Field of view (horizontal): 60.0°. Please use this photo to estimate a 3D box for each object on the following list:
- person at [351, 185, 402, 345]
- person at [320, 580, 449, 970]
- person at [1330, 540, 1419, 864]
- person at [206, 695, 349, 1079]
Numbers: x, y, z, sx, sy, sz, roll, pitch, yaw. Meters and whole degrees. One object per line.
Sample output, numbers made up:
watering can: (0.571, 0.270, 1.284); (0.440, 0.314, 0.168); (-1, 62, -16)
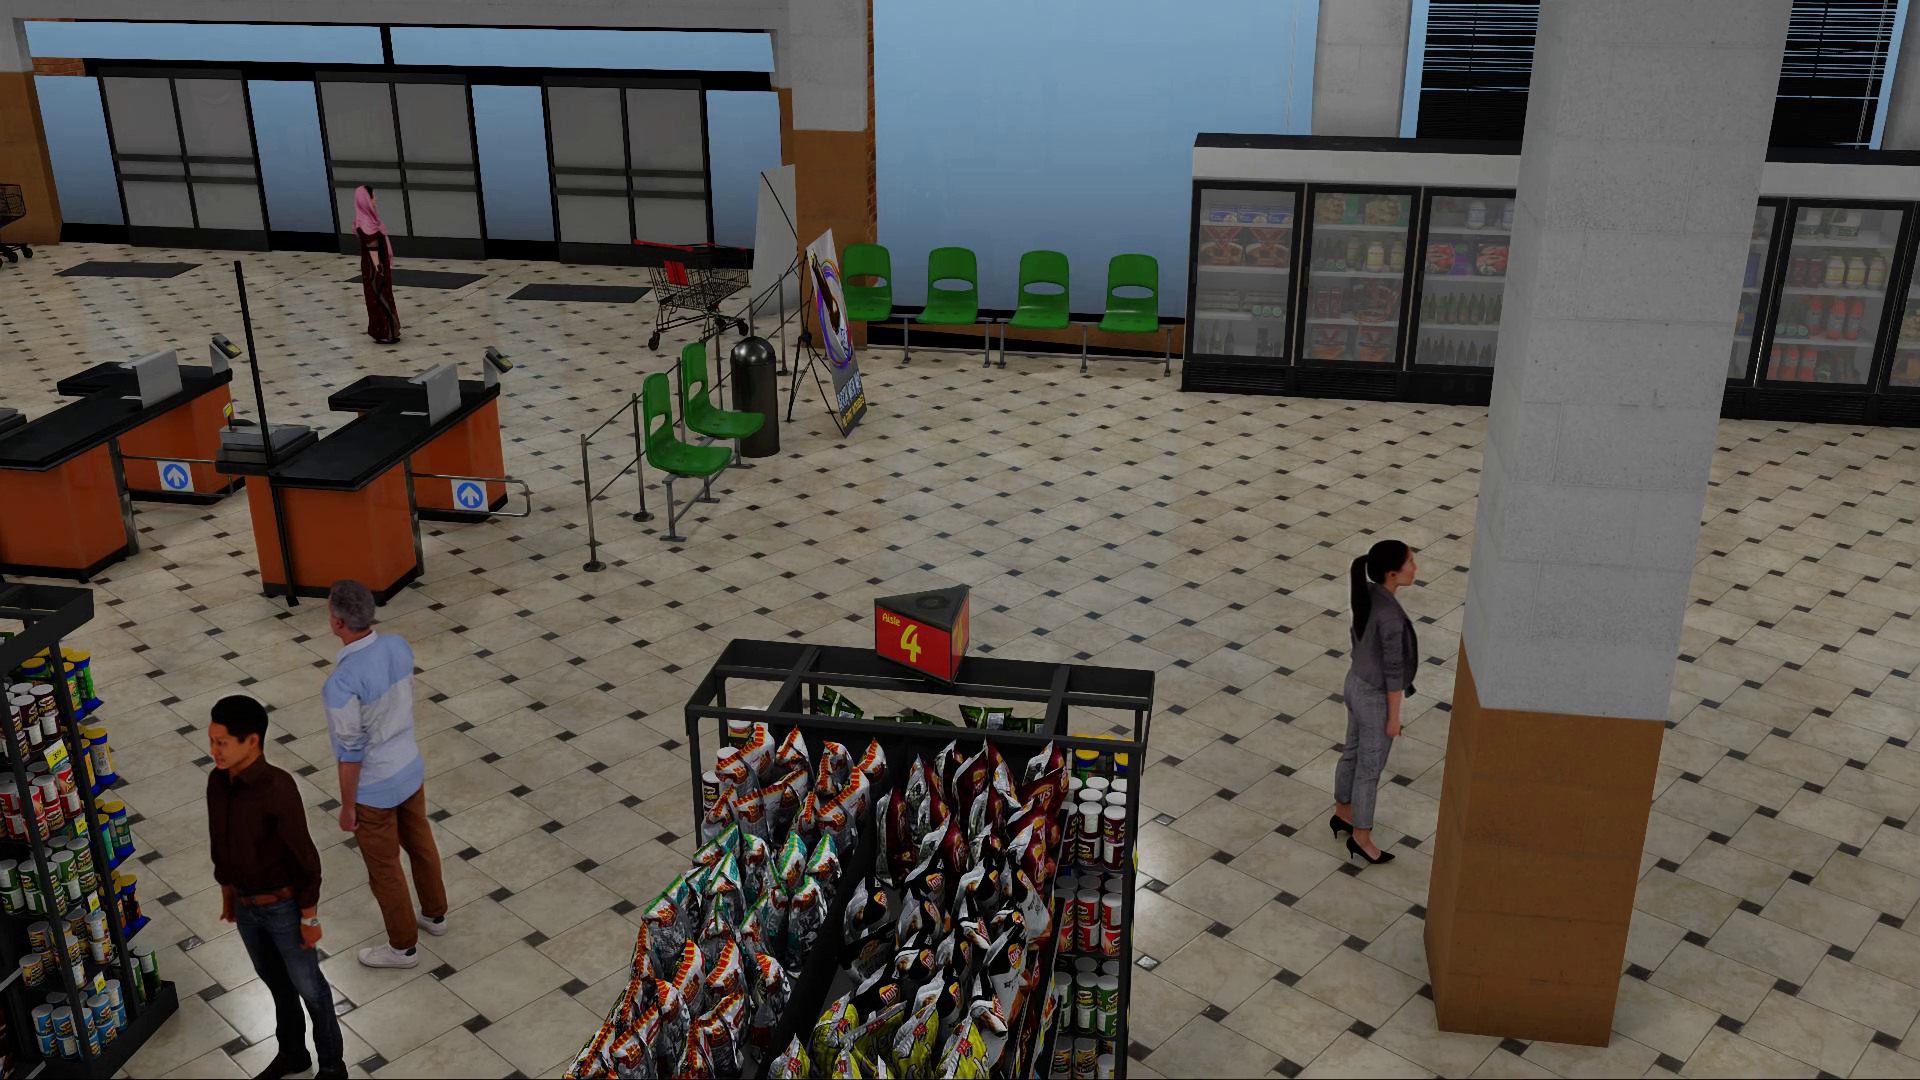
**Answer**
person: (-6.077, -2.862, 17.269); (0.818, 1.637, 0.702); (-6, 23, -16)
person: (-2.547, 1.030, 7.331); (0.769, 1.825, 0.525); (6, 23, 15)
person: (2.021, 0.778, 8.155); (0.755, 1.677, 0.625); (-3, 22, -8)
person: (-2.664, 1.400, 6.472); (0.707, 1.779, 0.622); (11, 24, 25)
